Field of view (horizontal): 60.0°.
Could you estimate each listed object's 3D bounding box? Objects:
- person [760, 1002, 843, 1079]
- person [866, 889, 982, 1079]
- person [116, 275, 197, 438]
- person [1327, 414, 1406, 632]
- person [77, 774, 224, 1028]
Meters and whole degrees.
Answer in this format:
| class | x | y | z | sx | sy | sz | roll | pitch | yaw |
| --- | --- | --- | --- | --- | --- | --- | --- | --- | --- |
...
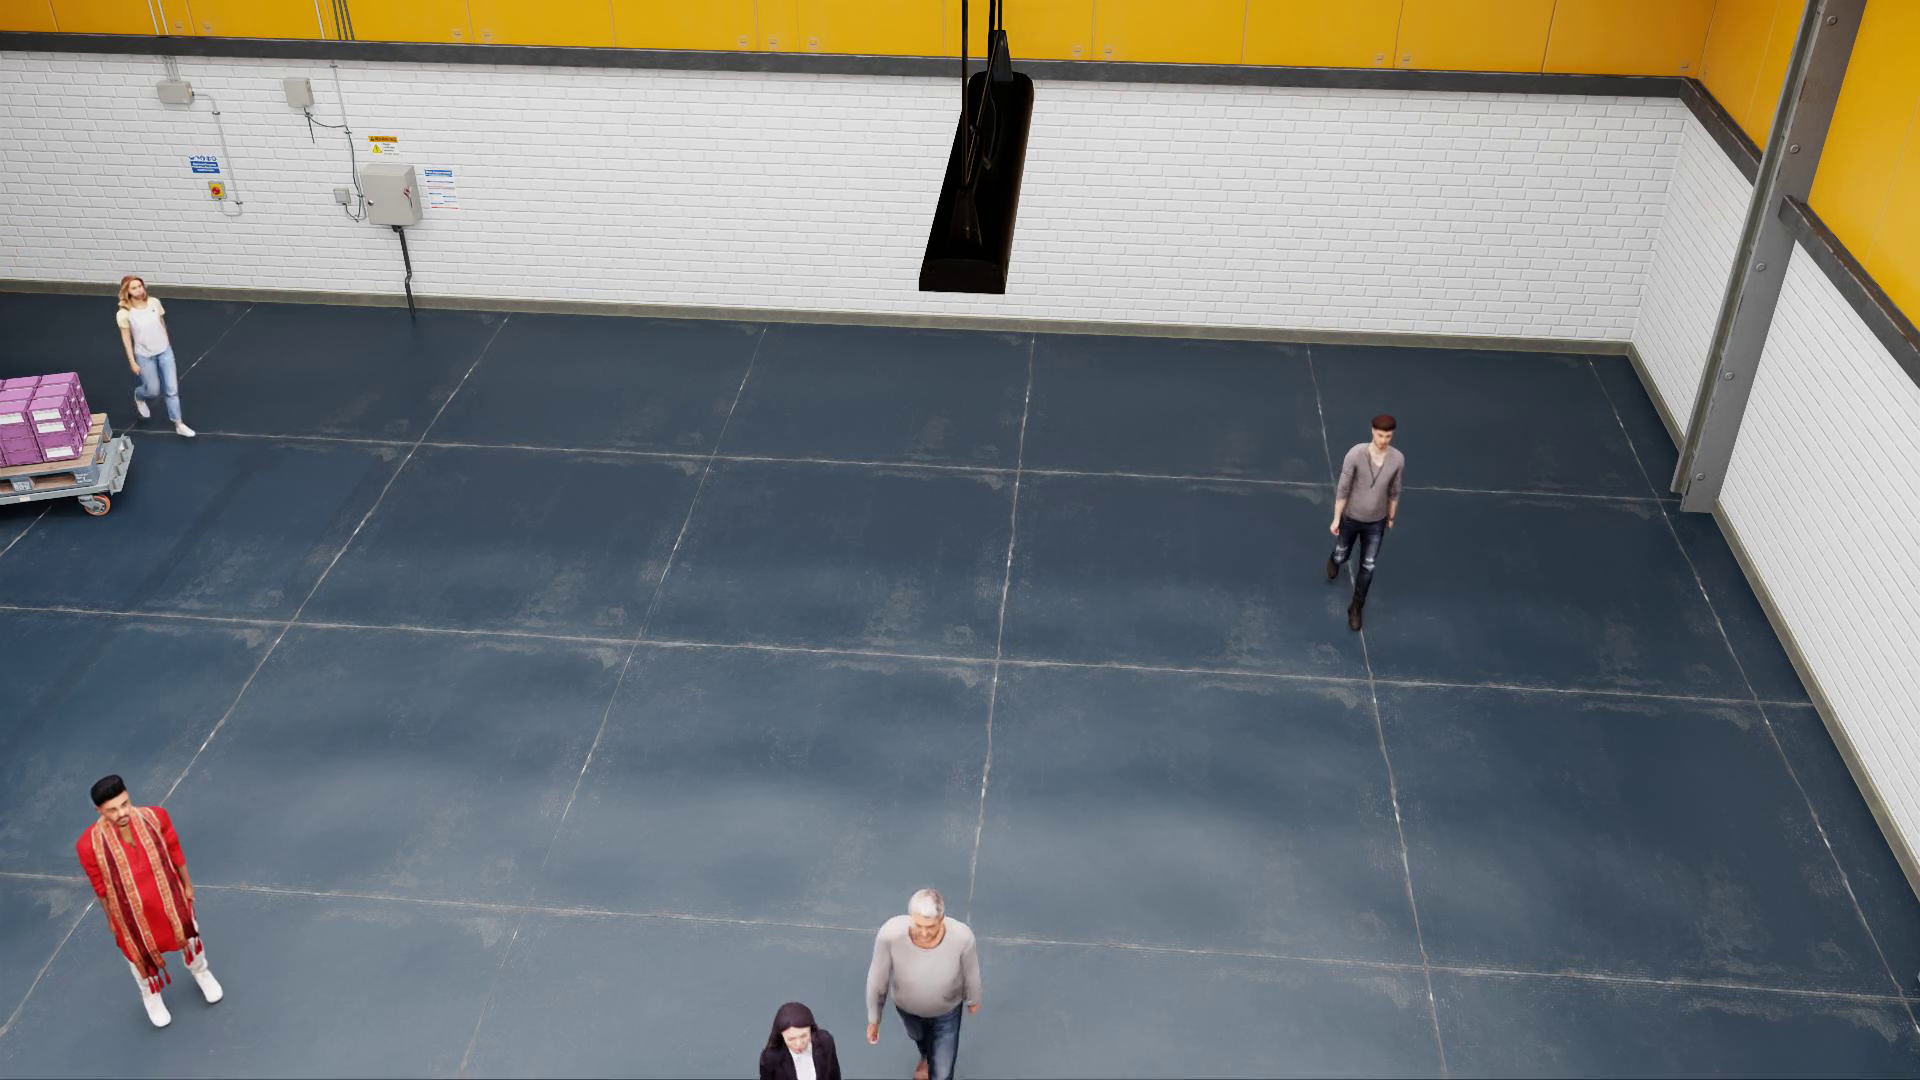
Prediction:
| class | x | y | z | sx | sy | sz | roll | pitch | yaw |
| --- | --- | --- | --- | --- | --- | --- | --- | --- | --- |
| person | -0.847 | 3.052 | 8.853 | 0.715 | 1.735 | 0.732 | -19 | 38 | -26 |
| person | -0.173 | 2.574 | 9.476 | 0.832 | 1.841 | 1.240 | 6 | 34 | 9 |
| person | -7.918 | -1.813 | 16.199 | 0.983 | 1.704 | 1.051 | 19 | 38 | 27 |
| person | 3.294 | -0.236 | 13.665 | 0.686 | 1.883 | 1.047 | 2 | 34 | 3 |
| person | -4.960 | 2.142 | 10.094 | 0.770 | 1.876 | 0.815 | -22 | 40 | -30 |
